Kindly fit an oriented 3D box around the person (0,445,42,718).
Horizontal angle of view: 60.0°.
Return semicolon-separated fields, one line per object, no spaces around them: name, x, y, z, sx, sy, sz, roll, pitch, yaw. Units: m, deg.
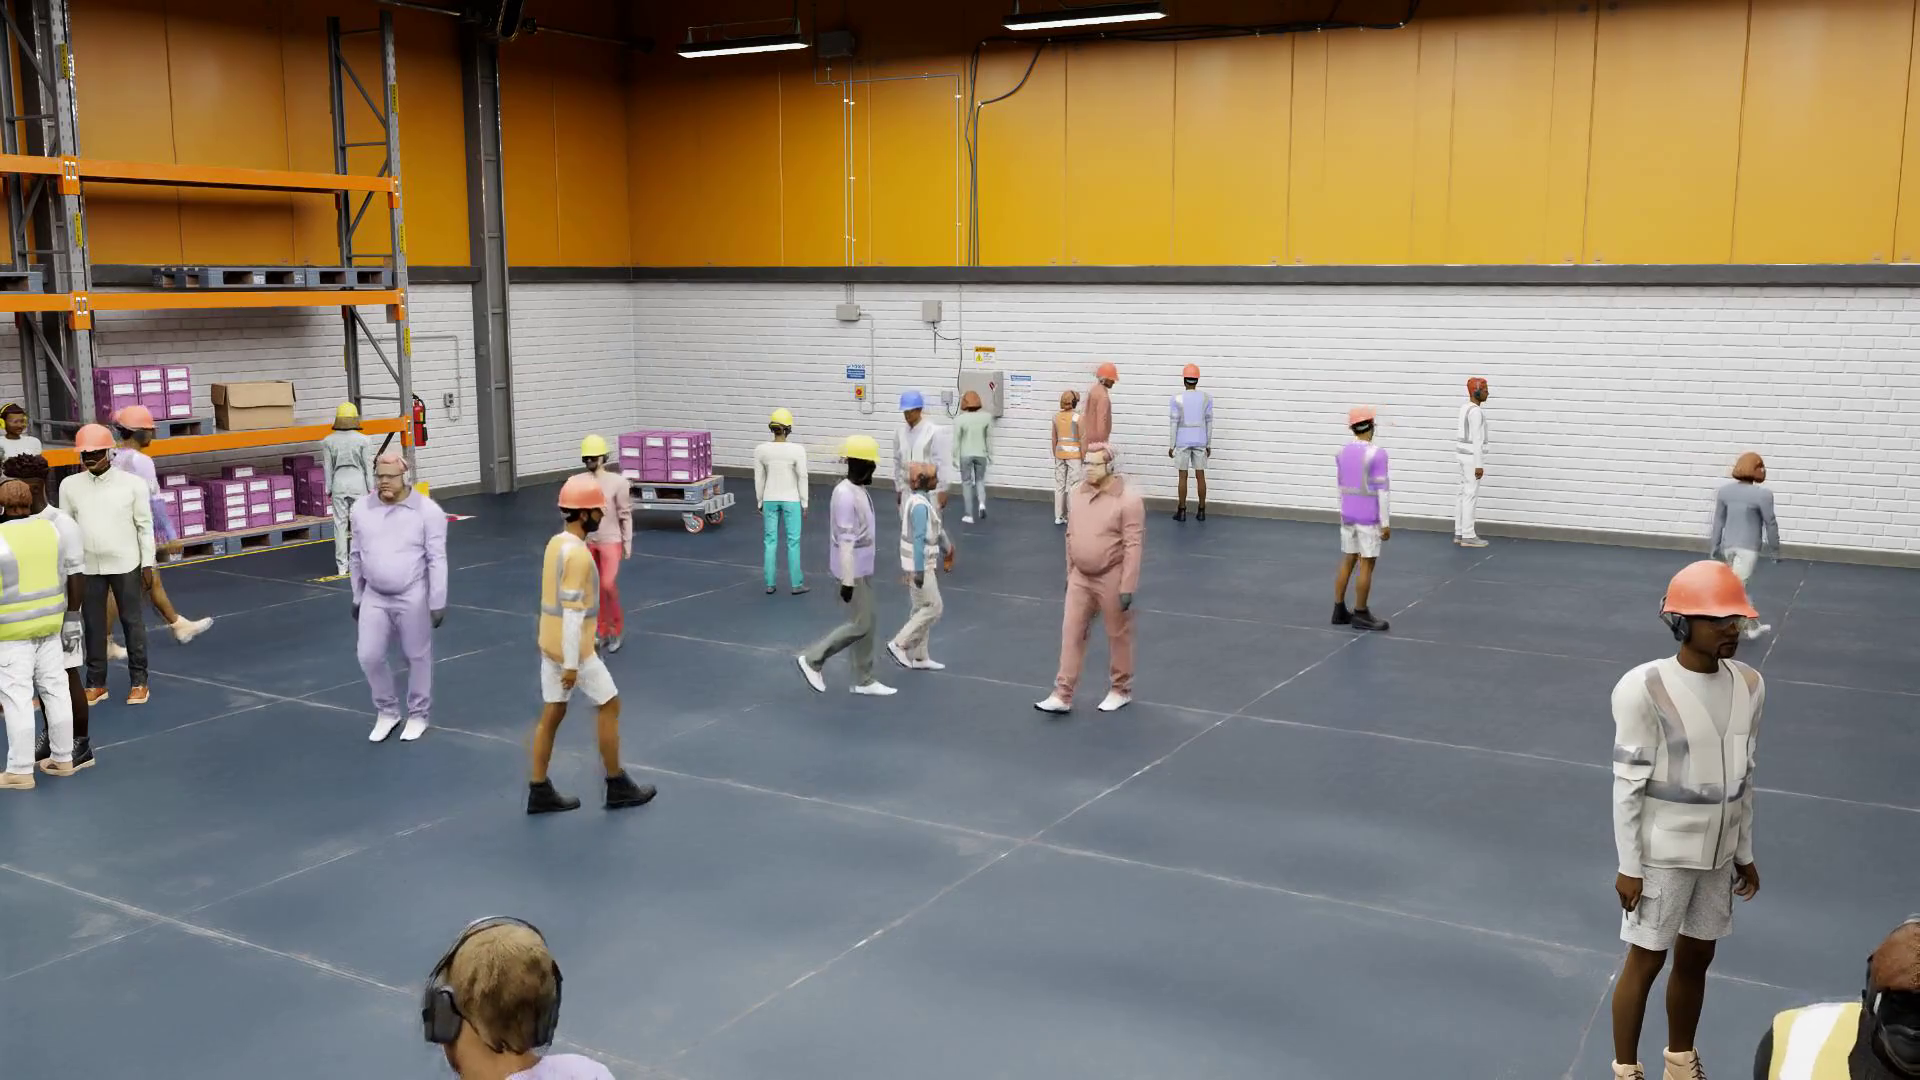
person;-6.564;0.274;11.281;0.643;1.924;0.475;3;10;17

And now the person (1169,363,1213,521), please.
person;2.820;-1.194;20.387;0.542;1.939;0.363;-1;9;-6

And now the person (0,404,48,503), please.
person;-8.577;-0.315;15.169;0.328;1.861;0.542;6;11;35

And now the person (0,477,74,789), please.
person;-5.549;0.546;9.838;0.429;1.844;0.625;4;10;23

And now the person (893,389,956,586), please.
person;-0.344;-0.523;16.251;0.622;1.923;0.702;5;11;30

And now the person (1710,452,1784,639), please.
person;6.395;0.079;13.551;0.872;1.586;0.504;-4;10;-23

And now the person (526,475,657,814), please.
person;-2.092;0.588;9.373;0.843;1.903;0.555;-6;11;-32

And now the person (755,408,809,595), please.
person;-1.677;-0.358;15.714;0.522;1.769;0.312;2;9;12

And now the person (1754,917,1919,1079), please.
person;1.836;1.602;3.278;0.468;1.828;0.656;-9;13;-44

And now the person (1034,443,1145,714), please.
person;0.880;0.287;11.323;0.673;1.872;0.878;7;12;39

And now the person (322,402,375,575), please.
person;-6.148;-0.518;16.786;0.493;1.740;0.325;-1;9;-5

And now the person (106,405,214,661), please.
person;-6.472;-0.068;13.193;0.623;1.985;1.025;9;12;43

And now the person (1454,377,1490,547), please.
person;5.717;-0.869;18.536;0.349;1.882;0.584;0;9;1

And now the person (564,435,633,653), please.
person;-2.904;0.035;13.316;0.525;1.751;0.529;2;9;13

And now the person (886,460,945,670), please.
person;-0.301;0.204;12.612;0.387;1.624;0.536;-1;9;-4

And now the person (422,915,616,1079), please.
person;-0.685;1.628;2.937;0.582;1.894;0.696;2;9;10

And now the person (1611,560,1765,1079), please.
person;2.562;1.082;5.845;0.608;2.048;0.365;-4;10;-21

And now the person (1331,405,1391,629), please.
person;3.422;-0.182;14.193;0.385;1.906;0.589;-5;10;-27

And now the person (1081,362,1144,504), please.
person;1.828;-1.242;20.709;0.992;1.919;0.653;-2;9;-14

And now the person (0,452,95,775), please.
person;-5.554;0.442;10.094;0.614;1.963;0.362;5;11;30

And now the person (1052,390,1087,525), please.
person;1.315;-0.975;19.960;0.511;1.639;0.307;8;12;41

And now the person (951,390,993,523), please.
person;0.149;-1.012;20.226;0.532;1.619;0.370;-3;10;-18

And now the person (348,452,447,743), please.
person;-3.632;0.382;10.690;0.678;1.888;0.540;1;9;4

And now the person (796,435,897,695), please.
person;-0.800;0.194;11.872;0.607;1.900;0.591;1;9;5

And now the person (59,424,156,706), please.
person;-5.980;0.178;11.655;0.623;1.992;0.396;-1;9;-8
